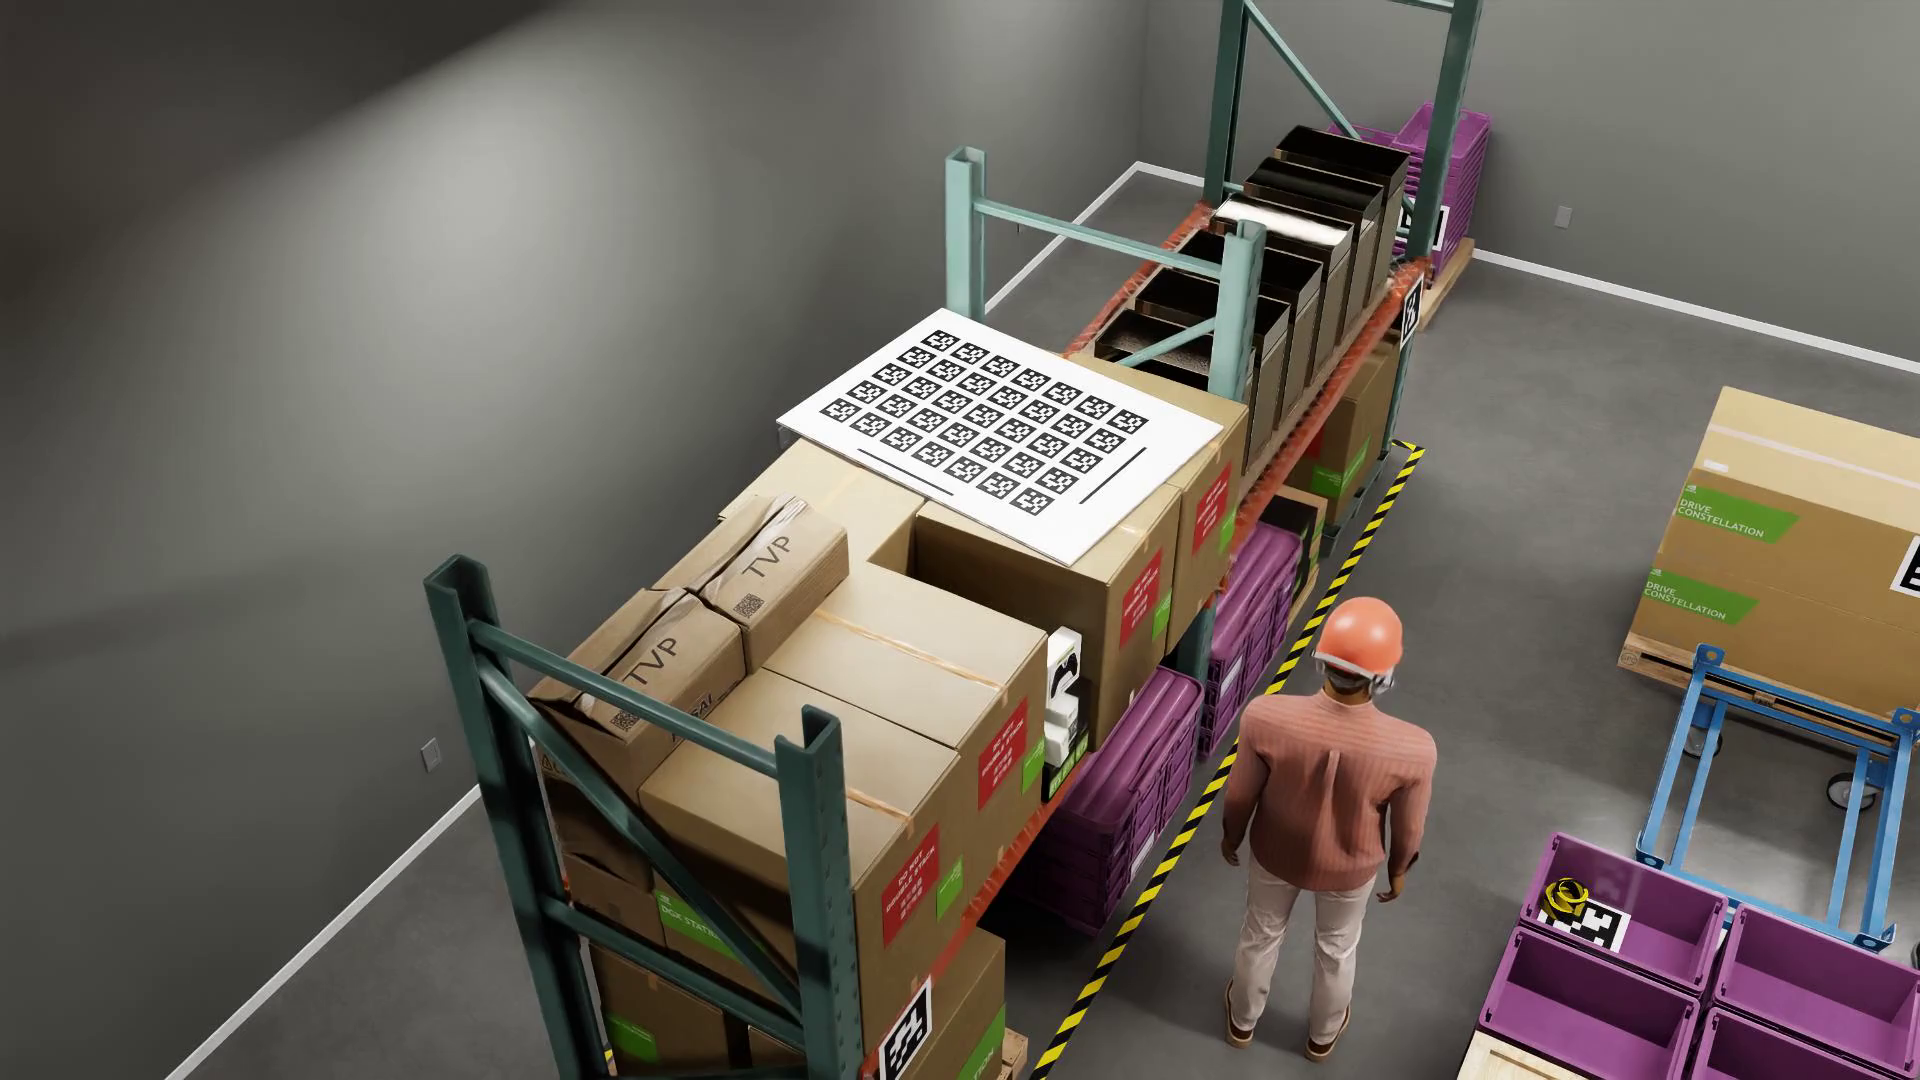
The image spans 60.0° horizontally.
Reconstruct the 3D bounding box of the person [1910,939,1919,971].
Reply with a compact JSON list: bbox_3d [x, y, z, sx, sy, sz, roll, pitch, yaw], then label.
[{"bbox_3d":[3.709,0.937,5.560,0.594,1.832,0.403,24,46,26],"label":"person"}]

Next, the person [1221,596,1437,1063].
[{"bbox_3d":[1.158,0.980,5.393,0.623,1.983,0.399,10,41,12],"label":"person"}]
